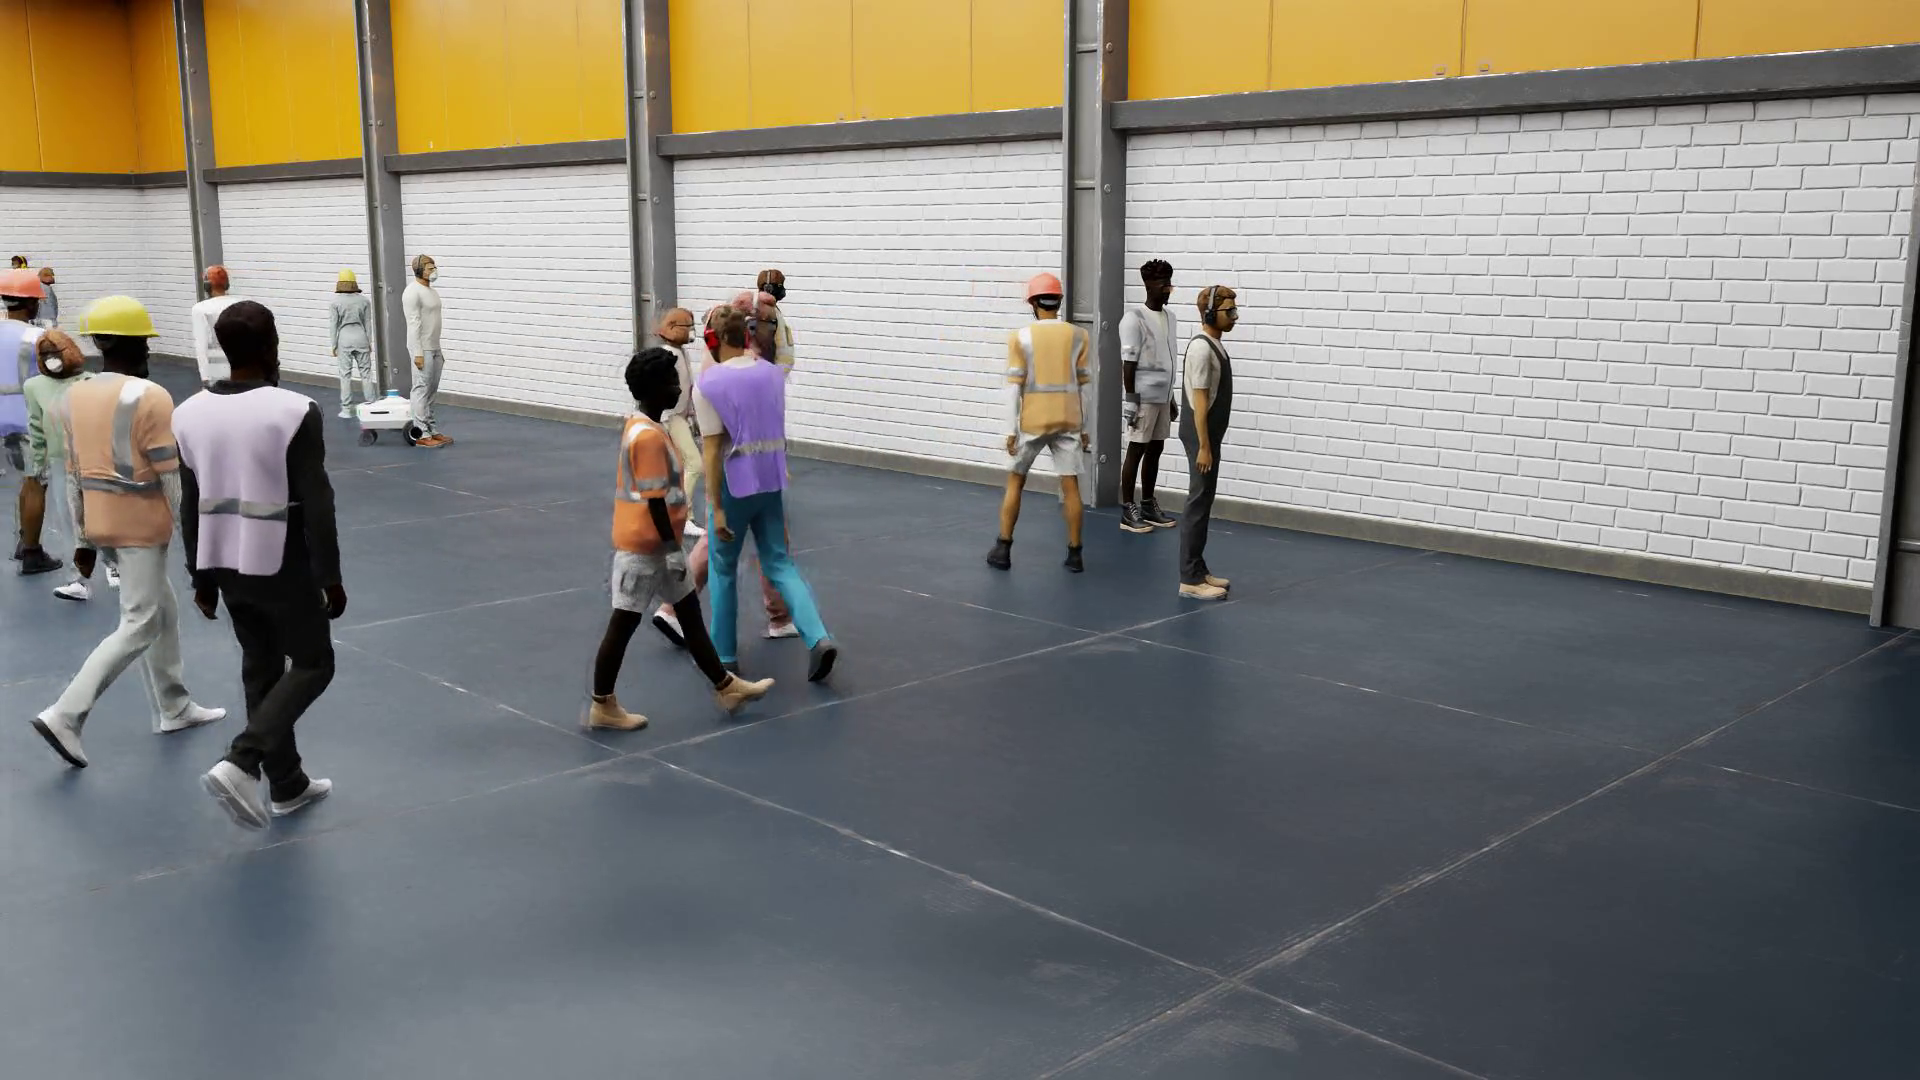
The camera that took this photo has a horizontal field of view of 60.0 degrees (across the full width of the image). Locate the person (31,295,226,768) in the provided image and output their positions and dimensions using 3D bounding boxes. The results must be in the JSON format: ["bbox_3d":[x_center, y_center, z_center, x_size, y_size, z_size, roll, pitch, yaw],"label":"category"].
[{"bbox_3d":[-3.459,-0.049,6.822,0.594,1.899,0.867,6,12,31],"label":"person"}]

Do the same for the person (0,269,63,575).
[{"bbox_3d":[-5.869,-0.743,10.521,0.579,1.919,0.494,3,11,14],"label":"person"}]

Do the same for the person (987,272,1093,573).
[{"bbox_3d":[0.544,-0.748,10.612,0.616,1.906,0.497,-1,10,-7],"label":"person"}]

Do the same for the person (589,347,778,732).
[{"bbox_3d":[-1.226,0.008,7.130,0.842,1.650,0.552,-1,10,-7],"label":"person"}]

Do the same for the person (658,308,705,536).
[{"bbox_3d":[-1.933,-0.826,11.775,0.520,1.612,0.531,1,10,5],"label":"person"}]

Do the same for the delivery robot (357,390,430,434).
[{"bbox_3d":[-5.772,-1.291,16.982,0.707,0.478,0.477,-2,11,-11],"label":"delivery robot"}]

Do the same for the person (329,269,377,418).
[{"bbox_3d":[-7.146,-2.303,19.539,0.491,1.739,0.311,-7,12,-33],"label":"person"}]

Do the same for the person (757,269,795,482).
[{"bbox_3d":[-1.646,-1.431,14.490,0.429,1.842,0.632,-1,10,-8],"label":"person"}]

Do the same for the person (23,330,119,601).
[{"bbox_3d":[-5.175,-0.447,9.821,0.606,1.568,0.859,-2,11,-12],"label":"person"}]

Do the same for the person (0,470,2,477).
[{"bbox_3d":[-8.676,-1.443,14.370,0.589,1.904,0.659,4,11,23],"label":"person"}]

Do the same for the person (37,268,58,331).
[{"bbox_3d":[-14.065,-3.388,25.727,0.279,1.634,0.499,-8,13,-38],"label":"person"}]

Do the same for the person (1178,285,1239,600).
[{"bbox_3d":[1.463,-0.578,9.826,0.332,1.844,0.508,3,11,15],"label":"person"}]

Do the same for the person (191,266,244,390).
[{"bbox_3d":[-6.557,-1.493,14.778,0.810,1.852,0.589,9,14,41],"label":"person"}]

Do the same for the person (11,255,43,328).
[{"bbox_3d":[-14.533,-3.531,26.007,0.540,1.831,0.970,8,13,36],"label":"person"}]

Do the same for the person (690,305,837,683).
[{"bbox_3d":[-0.957,-0.205,7.896,0.812,1.809,0.600,9,14,42],"label":"person"}]

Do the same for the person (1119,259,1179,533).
[{"bbox_3d":[1.384,-1.045,12.046,0.363,1.963,0.612,9,13,39],"label":"person"}]

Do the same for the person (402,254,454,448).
[{"bbox_3d":[-5.385,-1.904,16.808,0.373,1.940,0.628,0,10,2],"label":"person"}]

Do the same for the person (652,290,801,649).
[{"bbox_3d":[-1.176,-0.361,8.604,0.900,1.861,0.652,-6,12,-30],"label":"person"}]

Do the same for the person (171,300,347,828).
[{"bbox_3d":[-2.517,0.102,5.953,0.604,1.907,0.626,3,11,17],"label":"person"}]
